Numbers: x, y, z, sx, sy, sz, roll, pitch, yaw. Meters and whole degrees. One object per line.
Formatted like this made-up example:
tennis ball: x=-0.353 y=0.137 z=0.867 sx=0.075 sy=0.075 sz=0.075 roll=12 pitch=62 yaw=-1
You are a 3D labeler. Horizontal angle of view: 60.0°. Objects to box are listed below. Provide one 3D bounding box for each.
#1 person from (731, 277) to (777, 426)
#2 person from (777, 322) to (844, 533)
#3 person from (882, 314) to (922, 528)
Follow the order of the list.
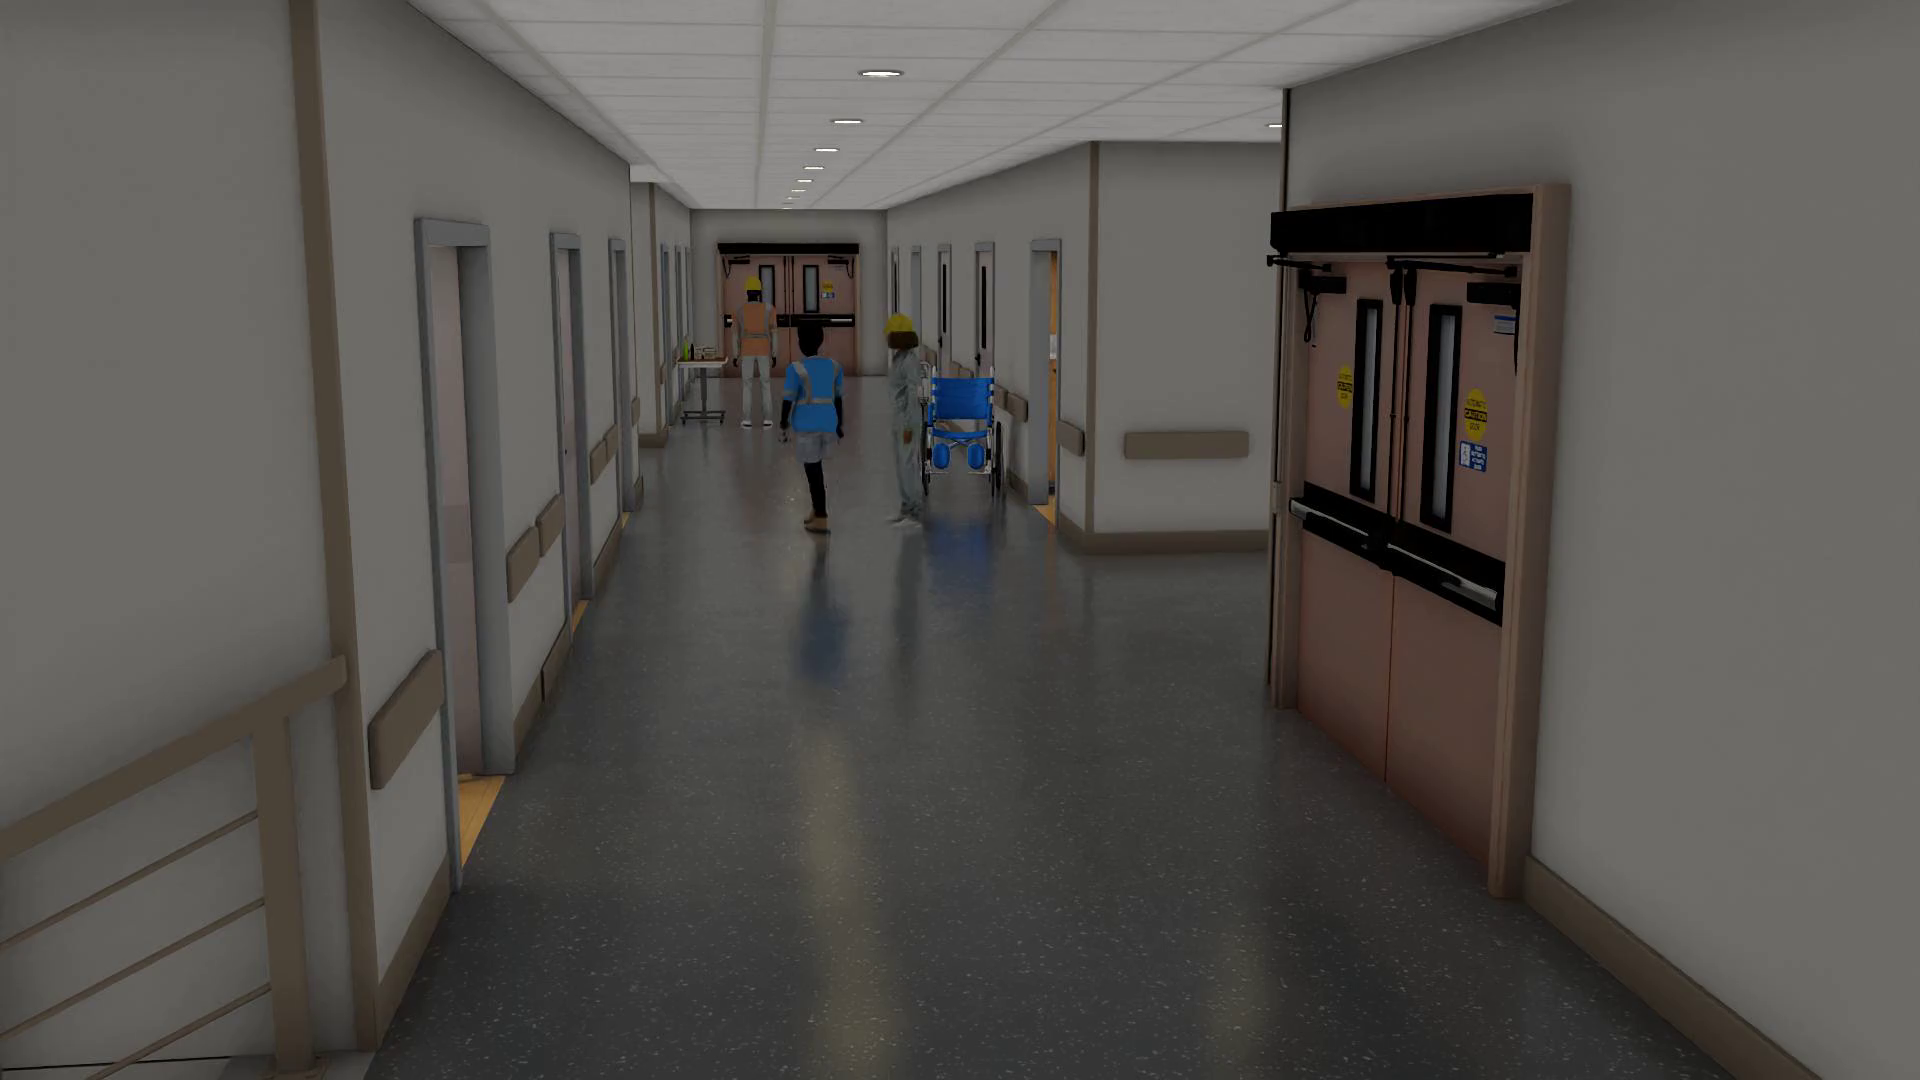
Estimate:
person: x=-2.655 y=-2.432 z=21.512 sx=0.590 sy=1.930 sz=0.359 roll=-2 pitch=10 yaw=-12
person: x=-1.230 y=-0.903 z=13.324 sx=0.550 sy=1.673 sz=0.611 roll=-9 pitch=13 yaw=-42
person: x=-0.472 y=-0.956 z=13.539 sx=0.331 sy=1.735 sz=0.532 roll=-2 pitch=10 yaw=-14
